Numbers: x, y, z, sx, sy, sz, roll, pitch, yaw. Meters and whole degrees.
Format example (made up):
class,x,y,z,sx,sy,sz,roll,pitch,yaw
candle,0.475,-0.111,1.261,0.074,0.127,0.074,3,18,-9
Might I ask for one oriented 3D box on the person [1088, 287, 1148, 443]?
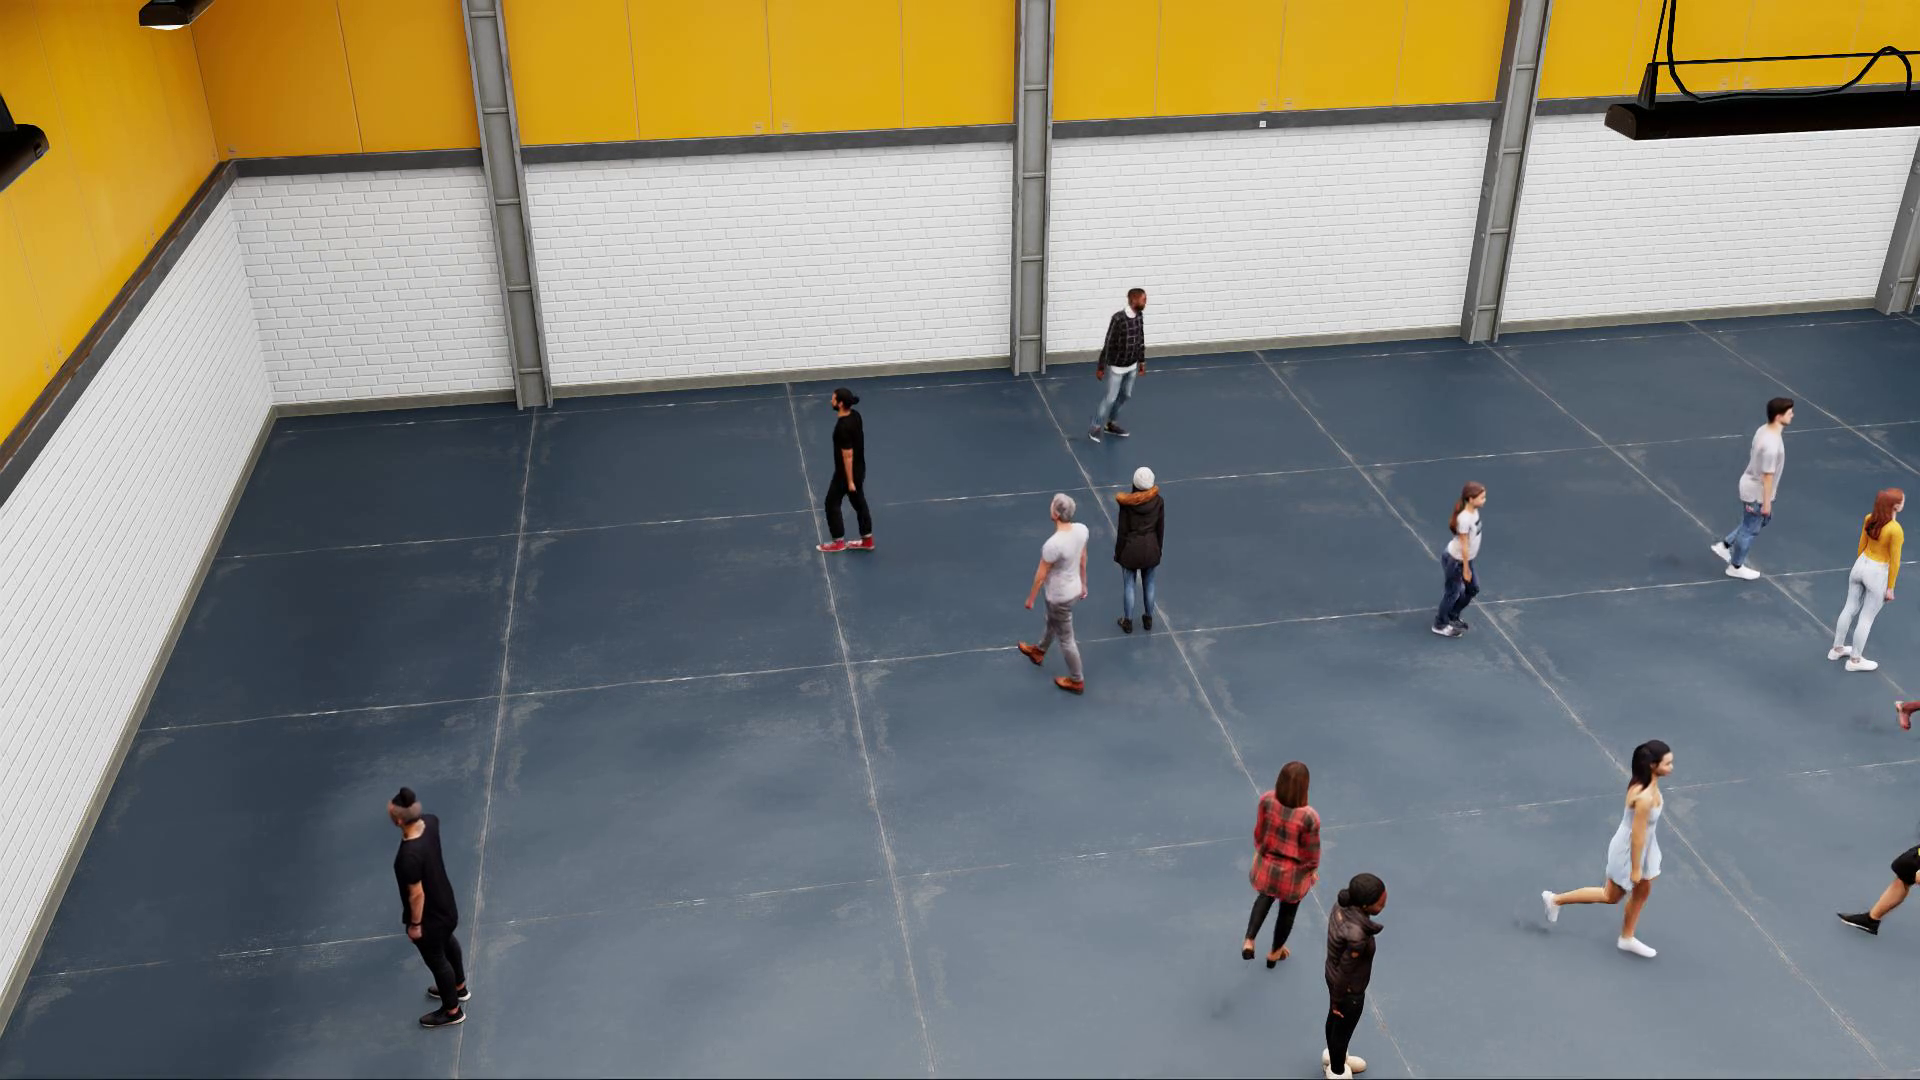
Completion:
class,x,y,z,sx,sy,sz,roll,pitch,yaw
person,1.740,-1.963,18.594,0.845,1.780,0.983,-14,32,-24

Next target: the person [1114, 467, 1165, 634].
class,x,y,z,sx,sy,sz,roll,pitch,yaw
person,1.618,0.081,15.000,0.518,1.633,0.673,-6,29,-10

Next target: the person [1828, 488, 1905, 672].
class,x,y,z,sx,sy,sz,roll,pitch,yaw
person,7.904,0.325,14.432,0.608,1.750,0.598,-8,30,-14

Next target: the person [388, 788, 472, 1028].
class,x,y,z,sx,sy,sz,roll,pitch,yaw
person,-3.406,2.316,10.655,0.626,1.872,0.714,-1,29,-1

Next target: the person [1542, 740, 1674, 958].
class,x,y,z,sx,sy,sz,roll,pitch,yaw
person,4.451,2.081,11.258,1.101,1.707,0.971,13,31,23

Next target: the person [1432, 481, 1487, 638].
class,x,y,z,sx,sy,sz,roll,pitch,yaw
person,4.423,0.160,14.946,0.716,1.547,0.657,16,32,27

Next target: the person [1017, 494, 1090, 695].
class,x,y,z,sx,sy,sz,roll,pitch,yaw
person,0.943,0.496,14.069,1.139,1.797,1.080,18,34,30

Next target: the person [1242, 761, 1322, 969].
class,x,y,z,sx,sy,sz,roll,pitch,yaw
person,2.108,2.214,11.029,0.794,1.693,0.855,22,36,35

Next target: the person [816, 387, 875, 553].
class,x,y,z,sx,sy,sz,roll,pitch,yaw
person,-1.005,-0.664,16.254,0.893,1.740,0.786,7,29,13

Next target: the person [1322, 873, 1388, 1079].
class,x,y,z,sx,sy,sz,roll,pitch,yaw
person,2.351,2.704,10.164,0.604,1.660,0.653,-5,29,-8

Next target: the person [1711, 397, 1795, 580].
class,x,y,z,sx,sy,sz,roll,pitch,yaw
person,7.507,-0.500,15.806,0.884,1.883,0.844,9,30,16
